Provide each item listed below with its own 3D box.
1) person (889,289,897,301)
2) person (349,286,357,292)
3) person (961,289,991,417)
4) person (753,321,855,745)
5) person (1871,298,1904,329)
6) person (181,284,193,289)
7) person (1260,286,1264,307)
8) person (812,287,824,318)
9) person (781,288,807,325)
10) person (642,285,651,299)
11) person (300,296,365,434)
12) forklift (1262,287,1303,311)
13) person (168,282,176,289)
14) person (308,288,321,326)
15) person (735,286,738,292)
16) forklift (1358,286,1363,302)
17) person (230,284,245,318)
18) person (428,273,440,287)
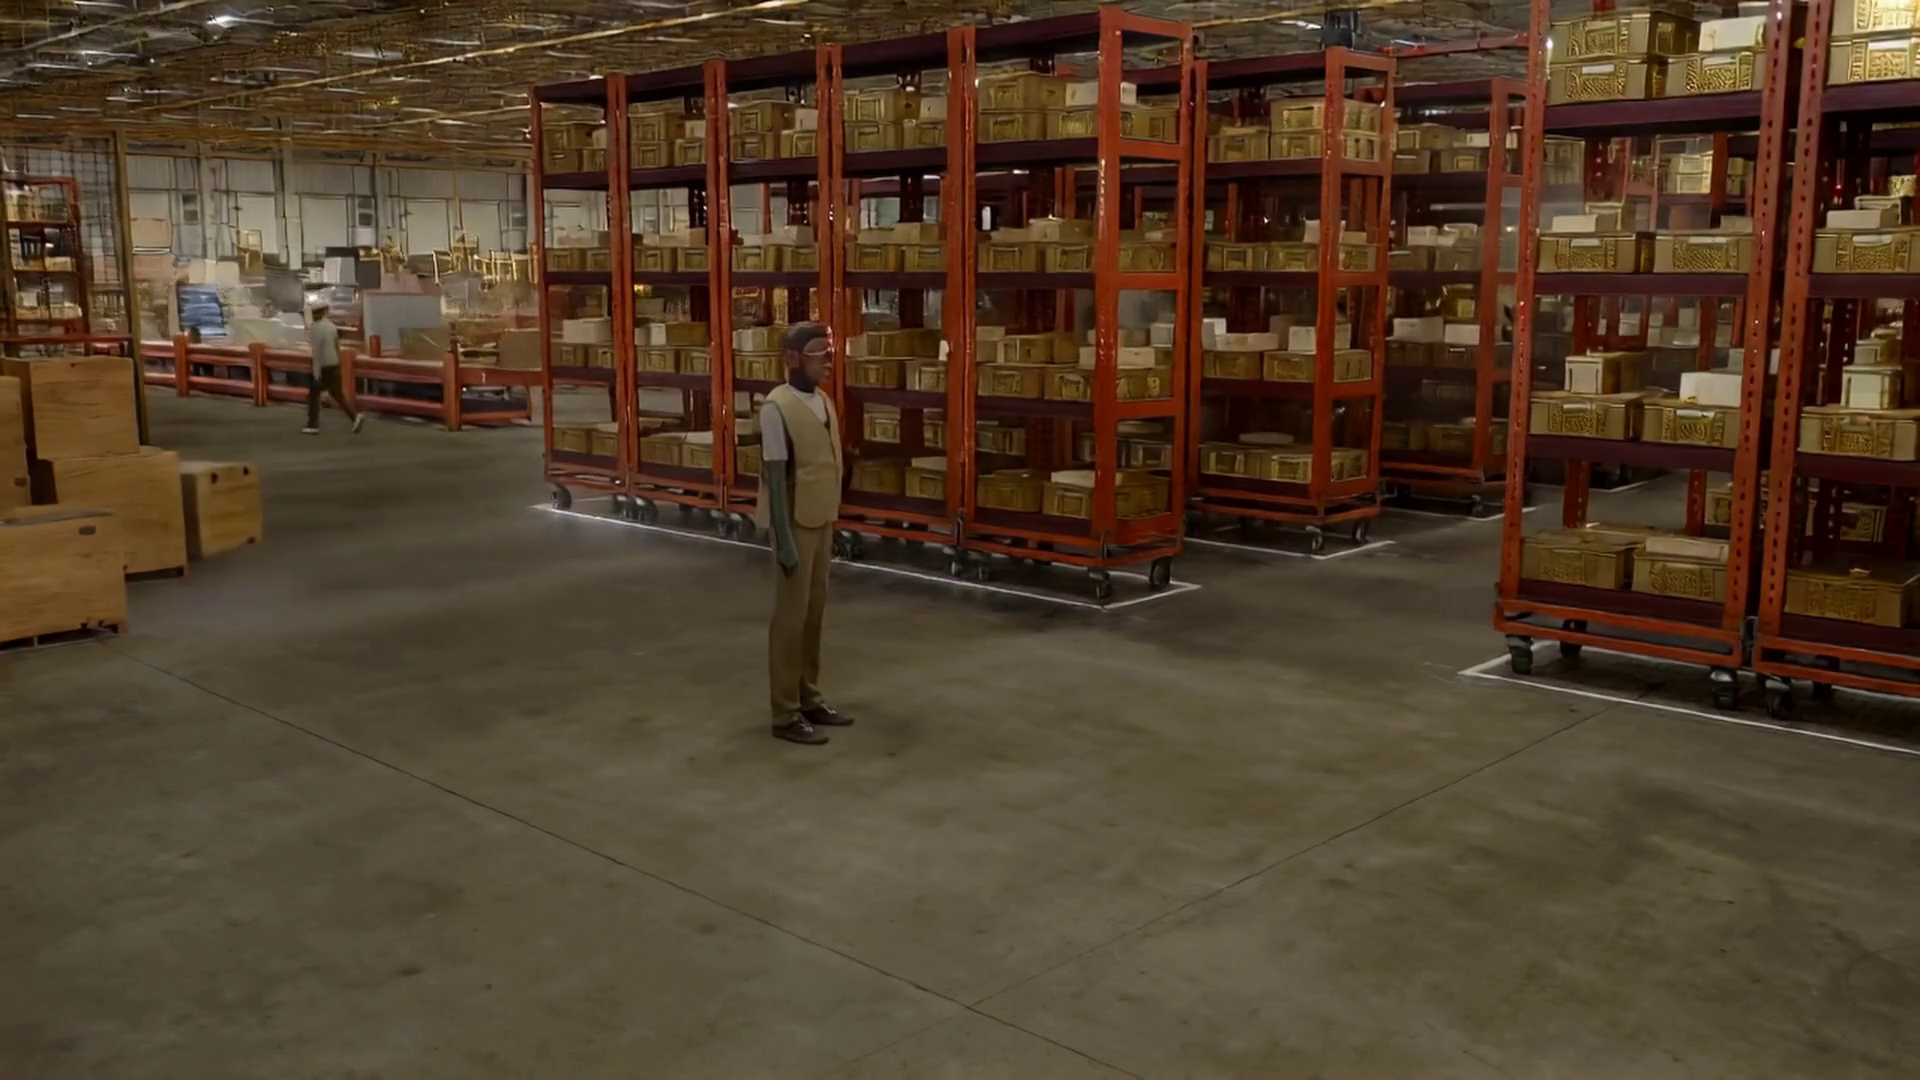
[{"bbox_3d":[-2.328,-8.309,58.302,0.315,1.768,0.526,3,10,18],"label":"person"},{"bbox_3d":[-31.901,-13.093,87.144,0.593,1.922,0.380,0,9,1],"label":"person"},{"bbox_3d":[0.001,-1.503,16.031,1.026,1.938,0.633,8,12,41],"label":"person"},{"bbox_3d":[-0.701,-0.040,7.351,0.389,1.846,0.566,3,10,17],"label":"person"},{"bbox_3d":[9.844,-1.724,17.716,0.403,1.831,0.597,2,9,10],"label":"person"},{"bbox_3d":[-25.674,-7.906,55.210,0.832,1.974,0.624,1,9,8],"label":"person"},{"bbox_3d":[10.891,-8.855,60.805,0.605,2.041,0.383,2,9,13],"label":"person"},{"bbox_3d":[-3.739,-6.148,45.007,0.618,1.784,0.950,-8,12,-39],"label":"person"},{"bbox_3d":[-3.852,-5.173,38.748,0.648,1.875,0.855,2,9,13],"label":"person"},{"bbox_3d":[-17.414,-13.841,92.136,0.637,1.792,0.958,8,12,40],"label":"person"},{"bbox_3d":[-7.881,-2.174,20.779,0.821,1.736,0.534,3,10,17],"label":"person"},{"bbox_3d":[10.769,-8.203,54.240,1.129,2.768,1.873,8,12,42],"label":"forklift"},{"bbox_3d":[-23.018,-6.745,48.901,0.887,1.703,0.498,-6,11,-34],"label":"person"},{"bbox_3d":[-15.042,-5.224,39.024,0.938,1.899,0.570,-6,11,-33],"label":"person"},{"bbox_3d":[-9.541,-10.085,69.565,0.527,1.626,0.392,4,10,25],"label":"person"},{"bbox_3d":[11.100,-7.017,46.970,1.873,2.768,1.129,9,13,43],"label":"forklift"},{"bbox_3d":[-16.480,-5.141,38.049,0.569,2.029,0.616,-8,12,-42],"label":"person"},{"bbox_3d":[-21.456,-9.984,68.121,0.556,1.919,0.812,-4,10,-24],"label":"person"}]
